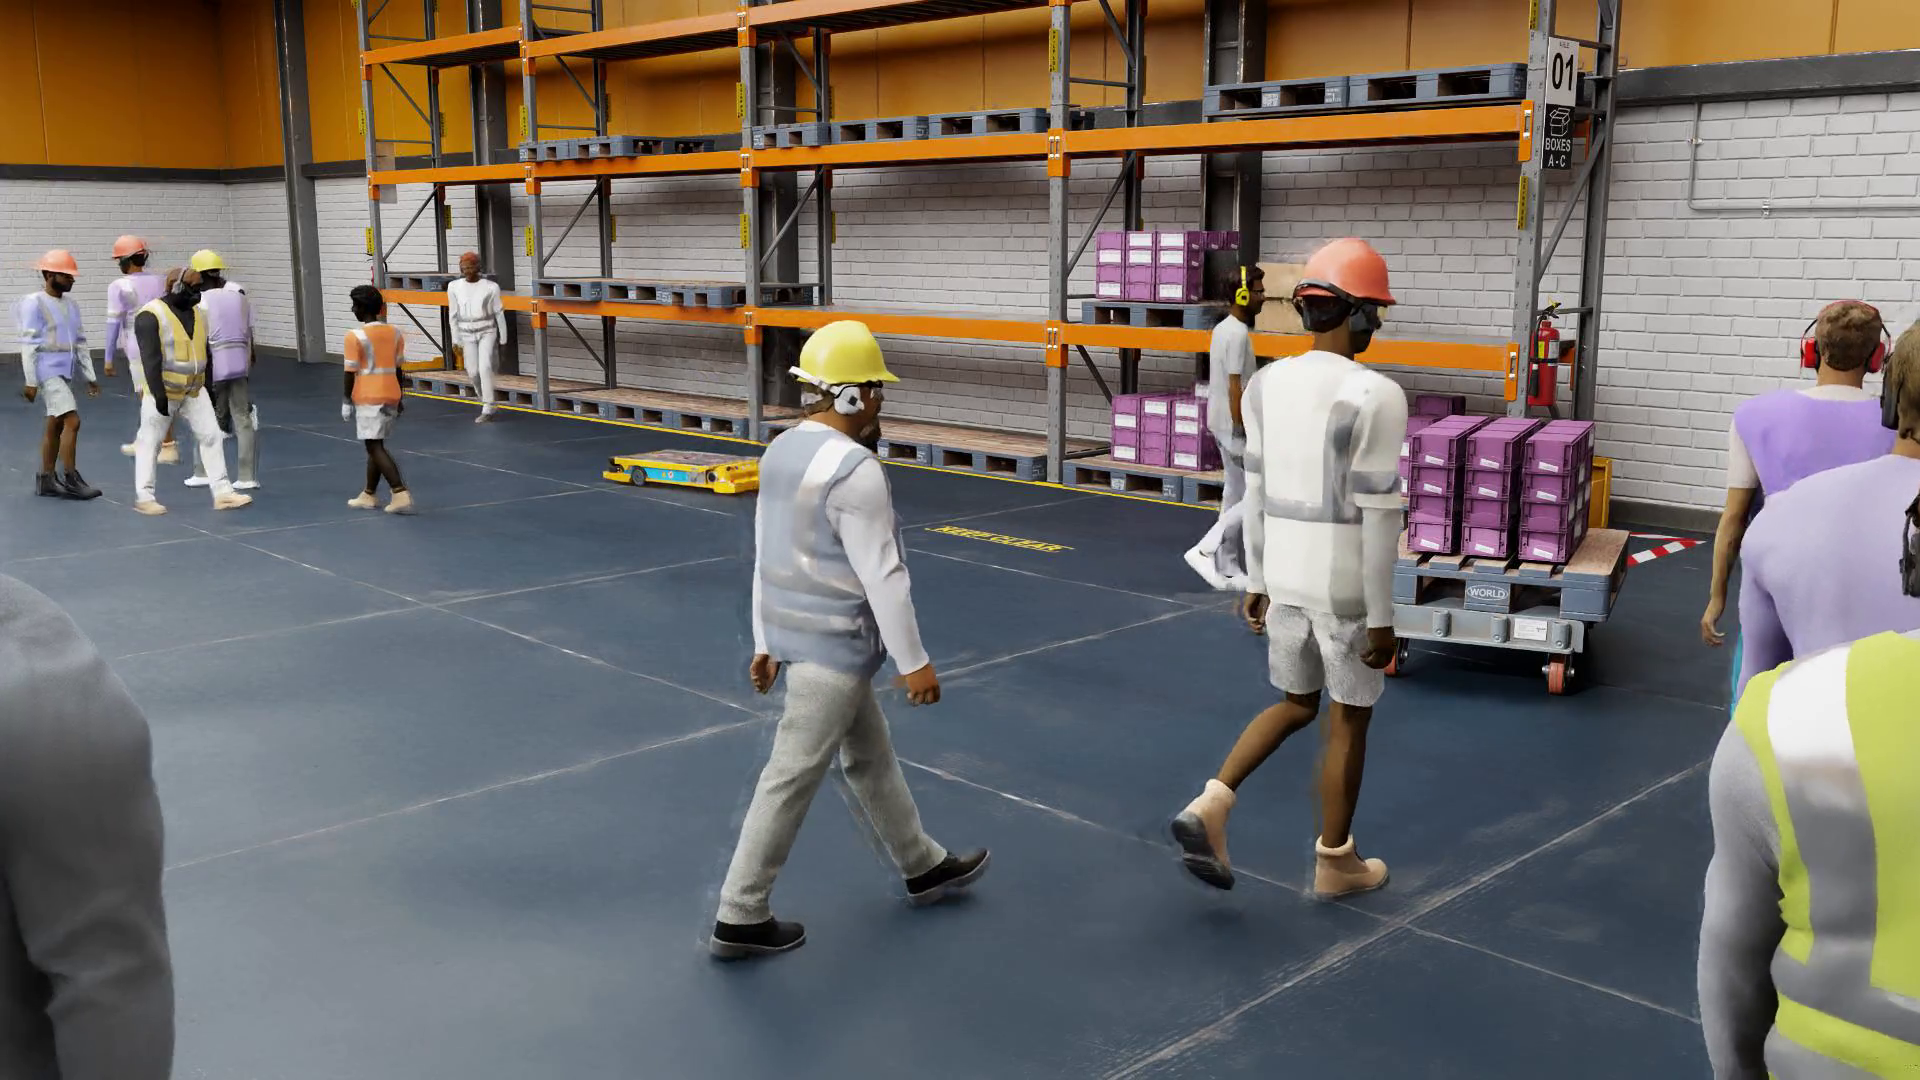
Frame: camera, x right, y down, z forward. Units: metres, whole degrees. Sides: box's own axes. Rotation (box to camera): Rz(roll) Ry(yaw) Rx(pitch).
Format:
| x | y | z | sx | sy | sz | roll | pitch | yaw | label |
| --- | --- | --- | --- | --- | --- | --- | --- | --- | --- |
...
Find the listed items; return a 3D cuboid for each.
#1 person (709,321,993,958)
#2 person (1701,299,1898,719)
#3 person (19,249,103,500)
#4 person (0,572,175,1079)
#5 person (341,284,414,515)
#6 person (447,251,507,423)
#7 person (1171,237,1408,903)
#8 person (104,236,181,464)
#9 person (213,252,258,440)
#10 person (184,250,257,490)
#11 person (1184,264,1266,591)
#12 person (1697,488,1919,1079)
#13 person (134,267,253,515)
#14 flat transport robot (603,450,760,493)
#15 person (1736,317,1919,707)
| x | y | z | sx | sy | sz | roll | pitch | yaw | label |
| --- | --- | --- | --- | --- | --- | --- | --- | --- | --- |
| -0.325 | 0.279 | 4.732 | 0.945 | 1.784 | 0.587 | -5 | 11 | -25 | person |
| 2.611 | 0.185 | 5.104 | 0.610 | 1.826 | 0.458 | 4 | 11 | 21 | person |
| -6.843 | -1.261 | 12.780 | 0.740 | 1.906 | 0.539 | 1 | 10 | 3 | person |
| -1.163 | 0.717 | 1.920 | 0.629 | 1.937 | 0.378 | 5 | 12 | 26 | person |
| -4.264 | -1.019 | 12.107 | 0.713 | 1.674 | 0.542 | 4 | 11 | 22 | person |
| -5.228 | -2.220 | 18.165 | 0.590 | 1.856 | 0.693 | 1 | 10 | 3 | person |
| 1.019 | 0.129 | 4.914 | 0.677 | 2.024 | 0.606 | -7 | 12 | -32 | person |
| -7.322 | -1.673 | 14.750 | 0.923 | 2.005 | 0.644 | 4 | 11 | 23 | person |
| -7.366 | -1.961 | 16.726 | 0.616 | 1.882 | 0.901 | 2 | 11 | 10 | person |
| -5.935 | -1.343 | 13.269 | 0.771 | 1.899 | 0.614 | 7 | 13 | 35 | person |
| 1.560 | -0.611 | 9.363 | 0.411 | 1.860 | 0.544 | 0 | 10 | 0 | person |
| 1.293 | 0.747 | 2.148 | 0.637 | 1.789 | 0.963 | 6 | 12 | 29 | person |
| -5.656 | -1.076 | 12.128 | 0.770 | 1.791 | 0.645 | 4 | 11 | 23 | person |
| -2.151 | -0.569 | 13.478 | 1.431 | 0.197 | 0.652 | 7 | 12 | 33 | flat transport robot |
| 1.743 | 0.536 | 2.987 | 0.969 | 1.899 | 0.659 | -7 | 12 | -33 | person |
